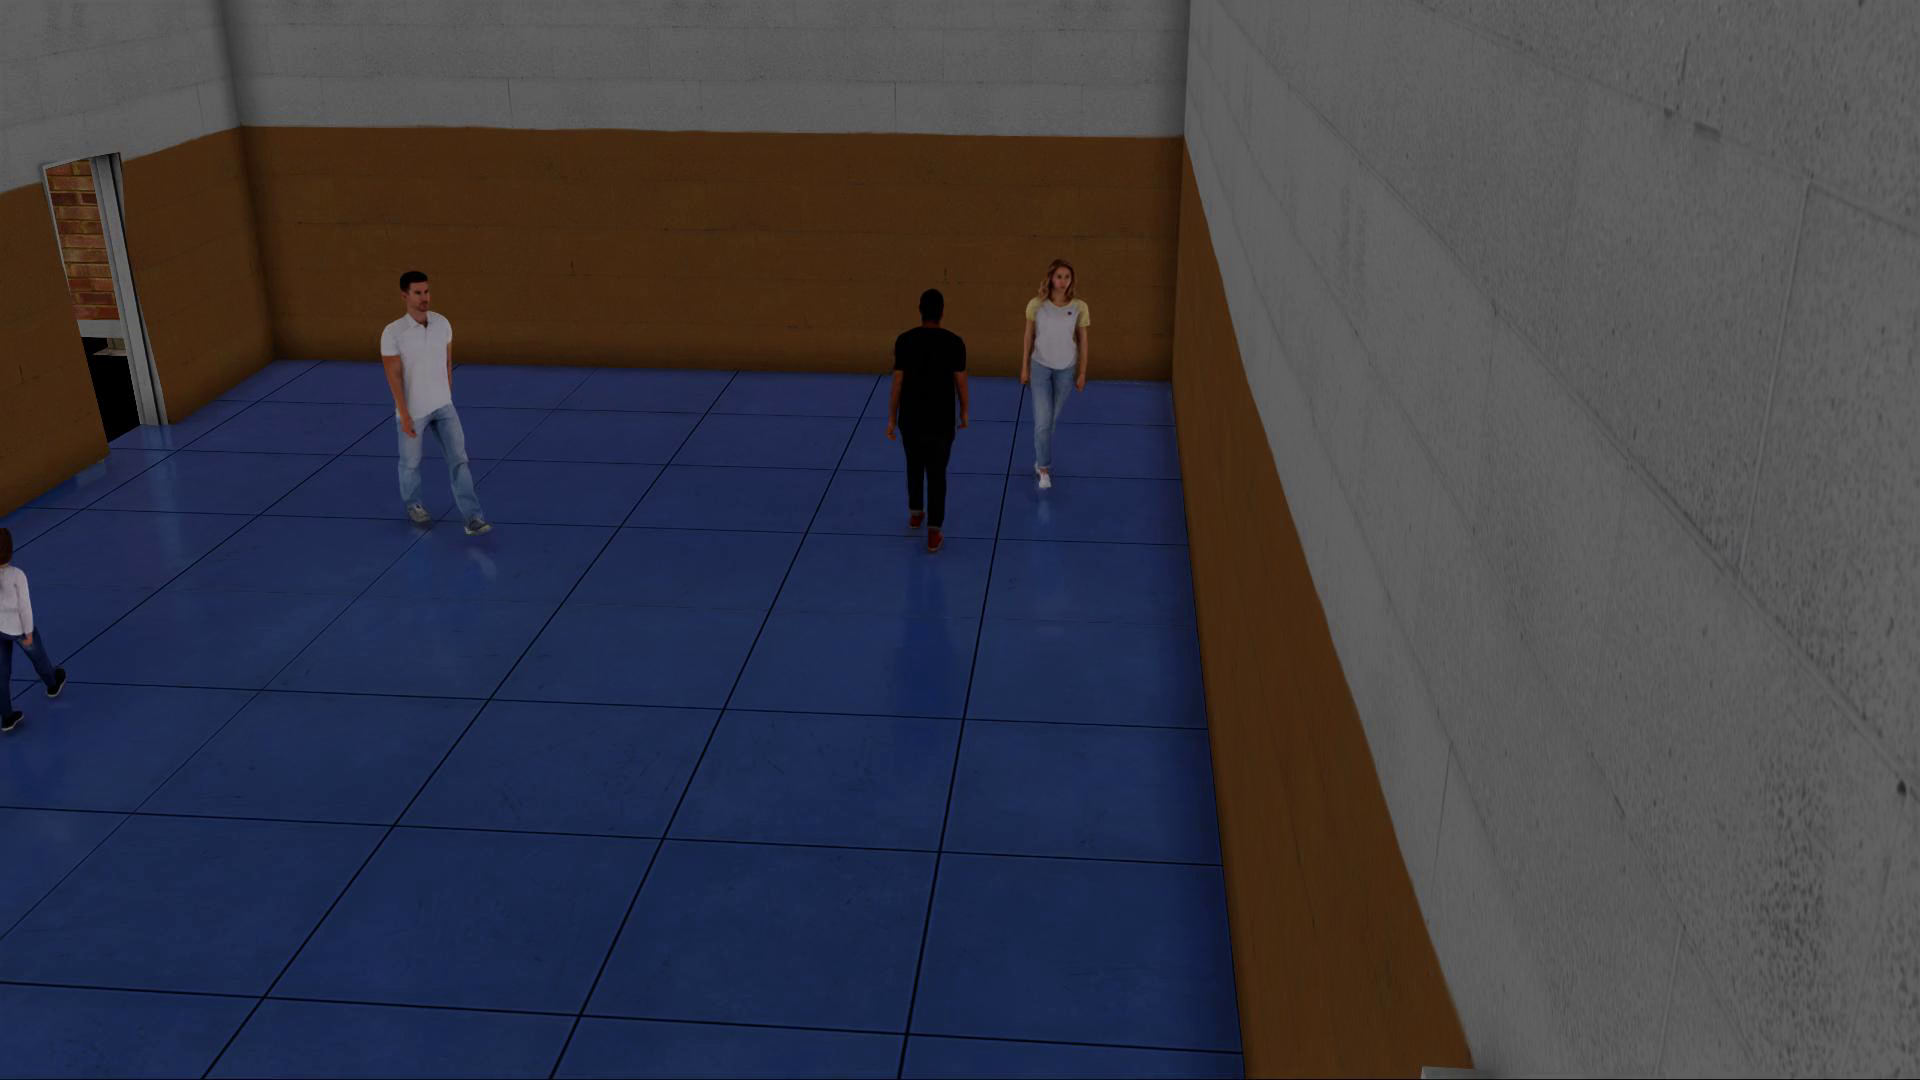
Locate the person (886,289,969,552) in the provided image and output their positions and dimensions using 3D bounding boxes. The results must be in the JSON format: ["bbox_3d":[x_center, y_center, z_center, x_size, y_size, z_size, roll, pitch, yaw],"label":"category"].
[{"bbox_3d":[-0.228,-0.771,11.138,0.784,1.731,0.742,2,22,5],"label":"person"}]

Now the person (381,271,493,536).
[{"bbox_3d":[-3.709,-0.912,11.384,1.179,1.808,1.245,-18,28,-37],"label":"person"}]

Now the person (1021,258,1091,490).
[{"bbox_3d":[0.687,-1.268,12.409,0.946,1.689,0.810,-1,22,-3],"label":"person"}]

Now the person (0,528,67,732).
[{"bbox_3d":[-5.108,0.487,8.881,0.765,1.079,0.600,-2,22,-6],"label":"person"}]
